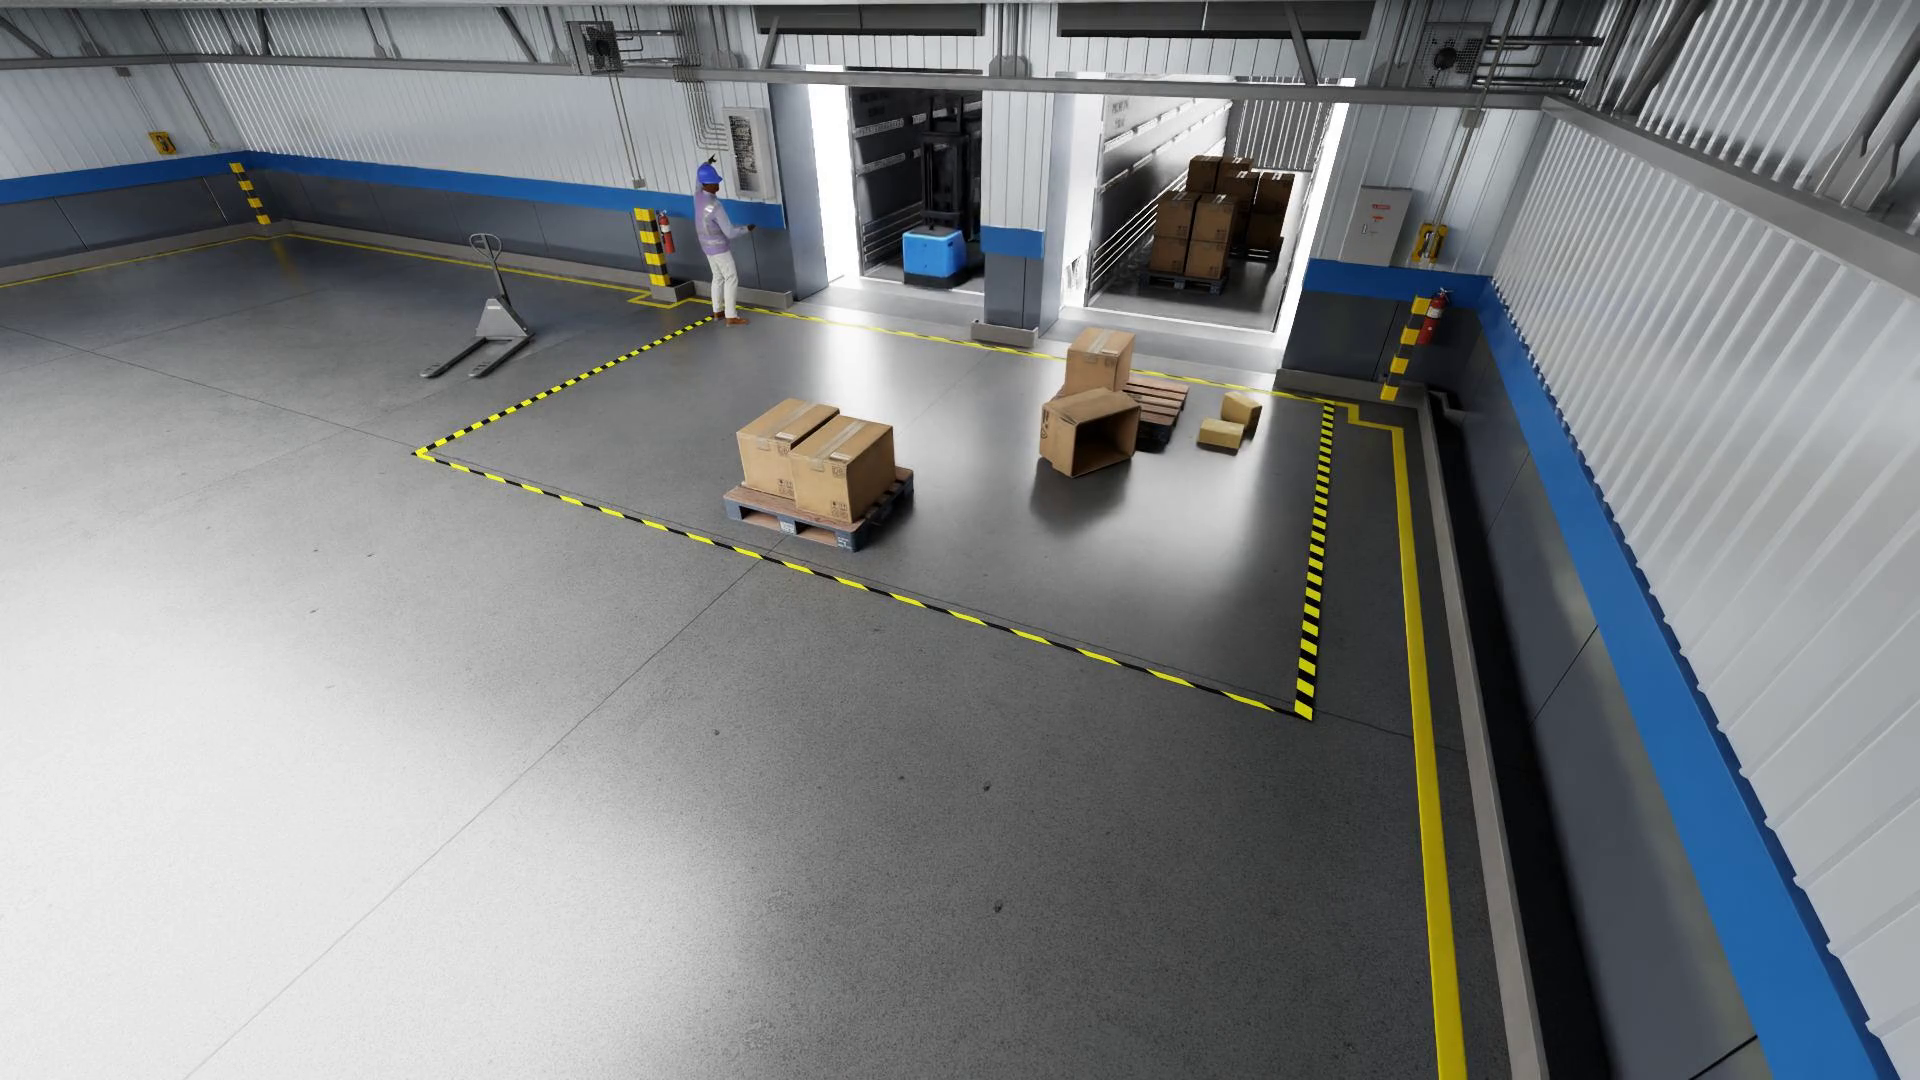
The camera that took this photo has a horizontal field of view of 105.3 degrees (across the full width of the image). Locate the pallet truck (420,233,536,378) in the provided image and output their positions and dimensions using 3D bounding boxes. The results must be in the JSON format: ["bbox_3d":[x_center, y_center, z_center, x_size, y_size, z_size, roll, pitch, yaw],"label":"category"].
[{"bbox_3d":[-5.664,-2.712,8.427,0.680,1.201,1.601,0,35,-1],"label":"pallet truck"}]

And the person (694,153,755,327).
[{"bbox_3d":[-3.047,-3.801,9.382,0.685,1.909,1.071,-25,43,-31],"label":"person"}]

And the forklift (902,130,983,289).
[{"bbox_3d":[-0.343,-4.754,10.601,0.716,2.013,0.776,15,38,20],"label":"forklift"}]
